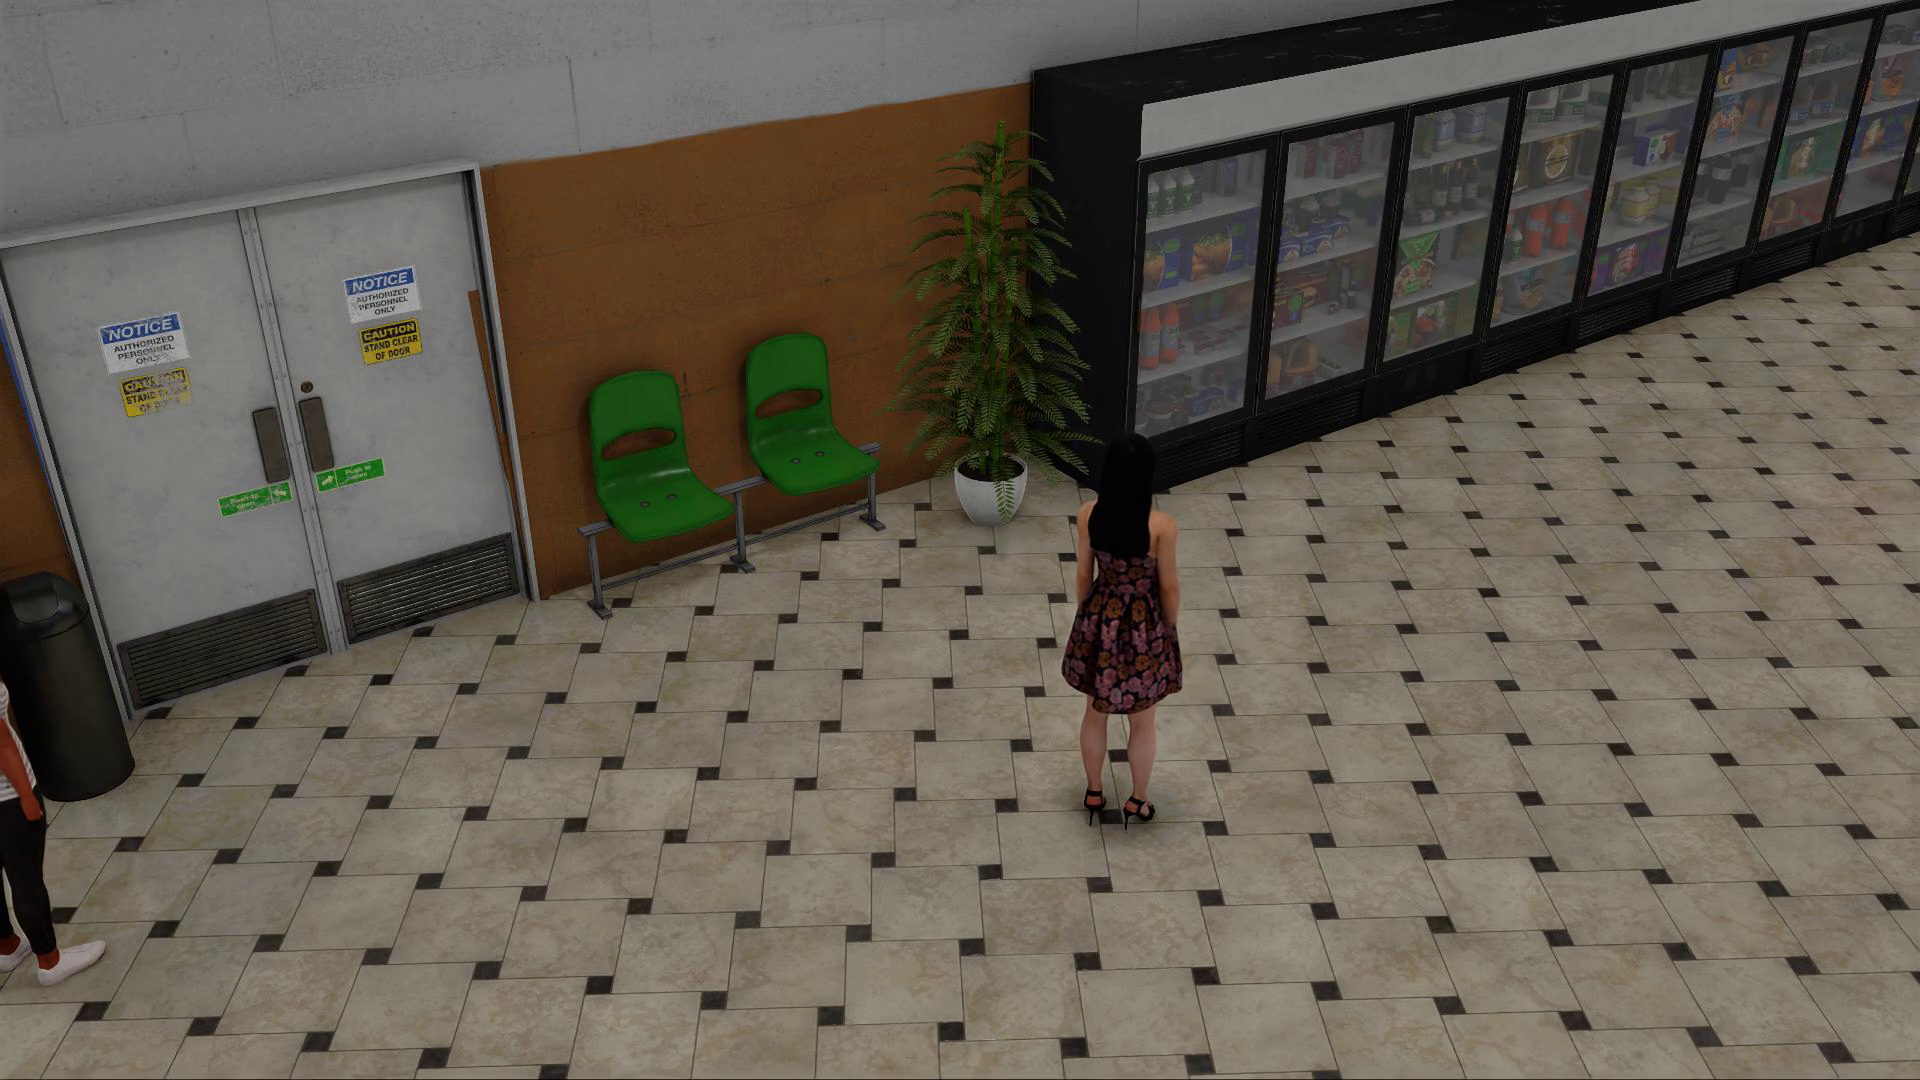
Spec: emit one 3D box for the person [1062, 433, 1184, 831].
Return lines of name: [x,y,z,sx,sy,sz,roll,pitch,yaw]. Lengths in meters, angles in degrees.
person: [0.654,0.385,6.627,0.782,1.774,0.859,11,30,19]

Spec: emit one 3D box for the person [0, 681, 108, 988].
person: [-3.457,0.864,5.886,0.606,1.643,0.711,13,31,22]
